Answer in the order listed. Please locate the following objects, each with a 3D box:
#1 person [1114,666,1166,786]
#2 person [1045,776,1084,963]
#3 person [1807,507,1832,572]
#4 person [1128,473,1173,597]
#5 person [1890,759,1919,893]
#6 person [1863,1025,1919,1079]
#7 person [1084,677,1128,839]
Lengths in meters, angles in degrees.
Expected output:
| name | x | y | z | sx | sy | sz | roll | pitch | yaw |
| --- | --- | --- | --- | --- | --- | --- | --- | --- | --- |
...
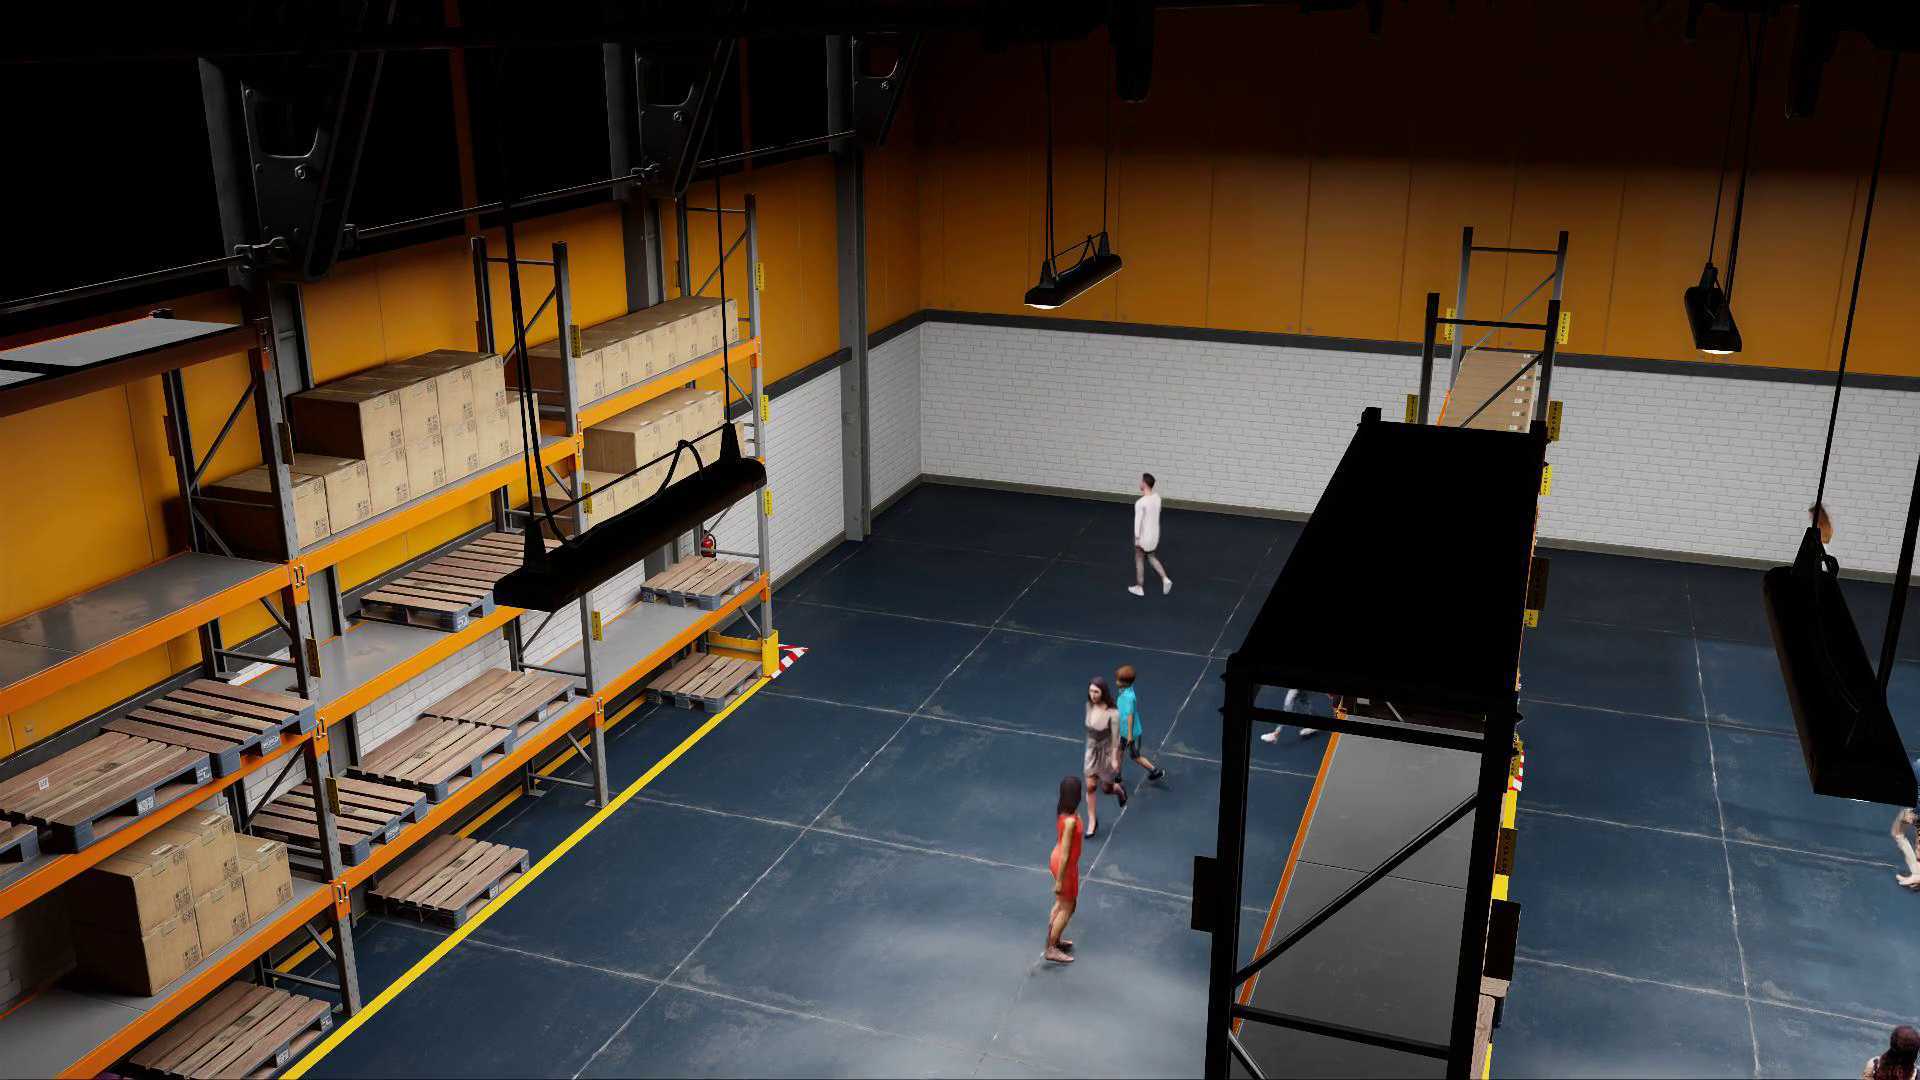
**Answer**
| name | x | y | z | sx | sy | sz | roll | pitch | yaw |
| --- | --- | --- | --- | --- | --- | --- | --- | --- | --- |
| person | 1.899 | 2.029 | 17.967 | 0.883 | 1.416 | 0.919 | -2 | 19 | -6 |
| person | 0.889 | 2.947 | 14.820 | 0.850 | 1.684 | 0.713 | 2 | 19 | 7 |
| person | 11.487 | 0.388 | 22.330 | 0.713 | 1.741 | 0.954 | -12 | 22 | -31 |
| person | 2.709 | -0.049 | 23.494 | 1.028 | 1.827 | 1.020 | -15 | 24 | -37 |
| person | 9.227 | 2.608 | 15.825 | 0.765 | 1.686 | 0.819 | -7 | 20 | -19 |
| person | 6.358 | 4.112 | 11.437 | 0.598 | 1.635 | 0.640 | 8 | 20 | 23 |
| person | 1.485 | 2.193 | 16.987 | 0.808 | 1.730 | 1.026 | 15 | 24 | 38 |
